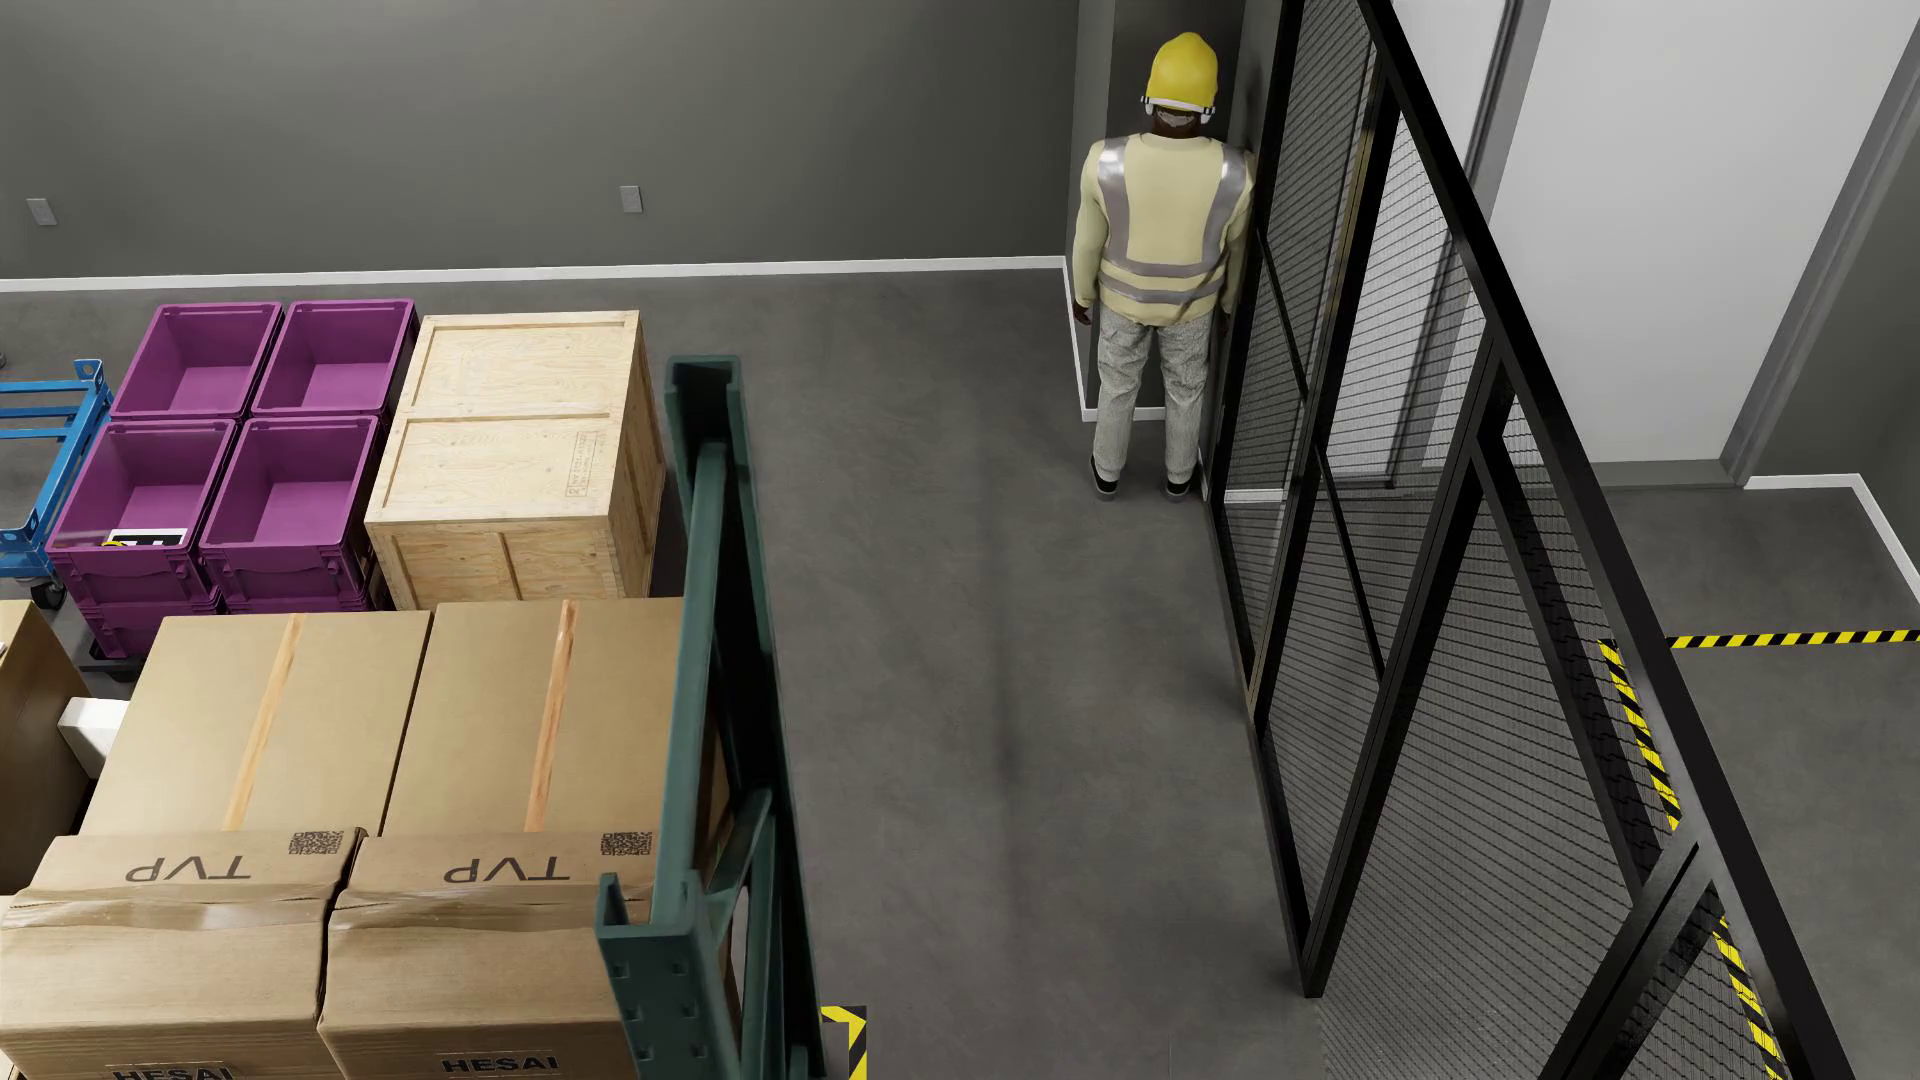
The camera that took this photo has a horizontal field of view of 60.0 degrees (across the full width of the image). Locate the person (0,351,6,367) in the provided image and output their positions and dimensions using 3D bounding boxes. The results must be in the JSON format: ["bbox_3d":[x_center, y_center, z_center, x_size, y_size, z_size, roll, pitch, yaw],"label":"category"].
[{"bbox_3d":[-4.026,-1.270,5.969,0.353,1.937,0.635,-3,46,-3],"label":"person"}]

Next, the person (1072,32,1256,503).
[{"bbox_3d":[0.679,-0.864,5.654,0.602,1.830,0.404,4,46,4],"label":"person"}]
